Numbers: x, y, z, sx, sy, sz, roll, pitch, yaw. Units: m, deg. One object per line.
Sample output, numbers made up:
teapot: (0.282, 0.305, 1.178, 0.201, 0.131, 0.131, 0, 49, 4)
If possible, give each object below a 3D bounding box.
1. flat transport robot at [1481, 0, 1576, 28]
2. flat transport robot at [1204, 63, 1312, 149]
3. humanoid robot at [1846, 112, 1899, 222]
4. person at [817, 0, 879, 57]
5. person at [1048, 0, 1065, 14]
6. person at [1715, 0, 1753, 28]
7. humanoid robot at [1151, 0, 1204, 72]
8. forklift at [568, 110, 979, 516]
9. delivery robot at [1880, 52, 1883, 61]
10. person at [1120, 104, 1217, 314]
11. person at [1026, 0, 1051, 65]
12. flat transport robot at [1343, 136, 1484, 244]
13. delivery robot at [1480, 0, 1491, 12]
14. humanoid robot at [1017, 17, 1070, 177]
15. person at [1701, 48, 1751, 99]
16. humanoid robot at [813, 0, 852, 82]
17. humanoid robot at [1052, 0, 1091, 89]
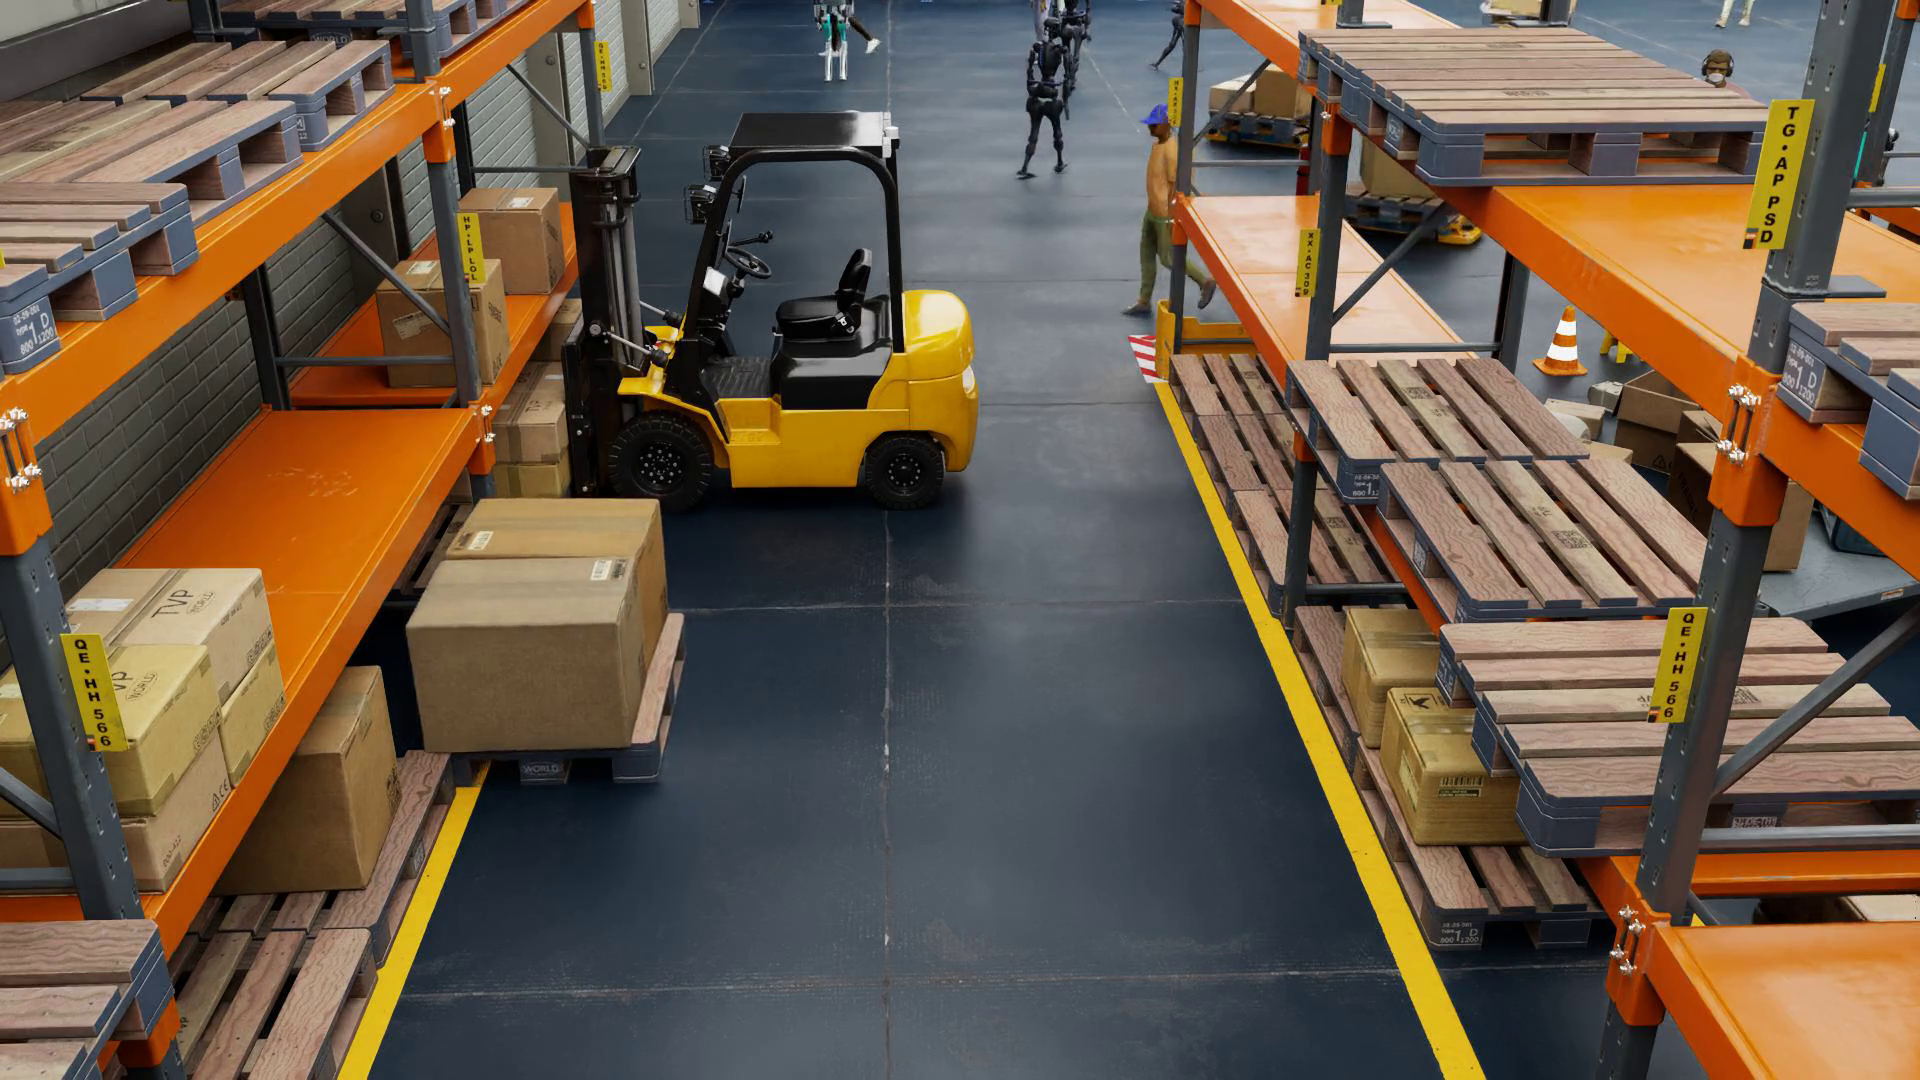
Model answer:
flat transport robot: (8.990, -8.081, 26.417, 0.659, 0.231, 1.431, 14, 29, 28)
flat transport robot: (3.610, -4.709, 19.276, 1.431, 0.231, 0.659, 16, 30, 31)
humanoid robot: (6.755, -2.523, 12.918, 0.911, 1.761, 0.547, -4, 26, -8)
person: (-1.663, -8.106, 24.627, 0.885, 1.853, 0.607, -1, 25, -2)
person: (1.628, -9.983, 28.705, 0.559, 1.751, 0.323, 0, 25, -1)
person: (12.895, -9.362, 27.293, 0.537, 1.844, 1.001, 22, 33, 39)
humanoid robot: (3.103, -7.419, 23.443, 0.762, 1.628, 0.598, 6, 26, 13)
forklift: (-1.043, -1.379, 9.976, 2.313, 2.155, 1.214, -1, 25, -2)
delivery robot: (12.336, -6.603, 22.970, 0.812, 0.609, 0.499, 11, 28, 22)
person: (1.678, -2.594, 13.131, 0.694, 1.697, 0.453, -6, 26, -13)
person: (1.177, -7.819, 24.034, 0.393, 1.837, 0.557, -7, 26, -14)
flat transport robot: (4.220, -3.036, 15.733, 1.431, 0.231, 0.659, 15, 29, 28)
delivery robot: (9.515, -9.444, 28.991, 0.807, 0.613, 0.499, 0, 25, -1)
humanoid robot: (0.905, -4.690, 17.639, 0.599, 1.632, 0.750, 20, 32, 36)
person: (6.264, -3.180, 14.102, 0.622, 1.931, 0.368, 11, 27, 22)
humanoid robot: (-1.715, -7.171, 22.700, 0.530, 1.741, 0.693, 0, 25, 1)
humanoid robot: (1.509, -6.905, 22.319, 0.594, 1.616, 0.739, 12, 28, 25)
